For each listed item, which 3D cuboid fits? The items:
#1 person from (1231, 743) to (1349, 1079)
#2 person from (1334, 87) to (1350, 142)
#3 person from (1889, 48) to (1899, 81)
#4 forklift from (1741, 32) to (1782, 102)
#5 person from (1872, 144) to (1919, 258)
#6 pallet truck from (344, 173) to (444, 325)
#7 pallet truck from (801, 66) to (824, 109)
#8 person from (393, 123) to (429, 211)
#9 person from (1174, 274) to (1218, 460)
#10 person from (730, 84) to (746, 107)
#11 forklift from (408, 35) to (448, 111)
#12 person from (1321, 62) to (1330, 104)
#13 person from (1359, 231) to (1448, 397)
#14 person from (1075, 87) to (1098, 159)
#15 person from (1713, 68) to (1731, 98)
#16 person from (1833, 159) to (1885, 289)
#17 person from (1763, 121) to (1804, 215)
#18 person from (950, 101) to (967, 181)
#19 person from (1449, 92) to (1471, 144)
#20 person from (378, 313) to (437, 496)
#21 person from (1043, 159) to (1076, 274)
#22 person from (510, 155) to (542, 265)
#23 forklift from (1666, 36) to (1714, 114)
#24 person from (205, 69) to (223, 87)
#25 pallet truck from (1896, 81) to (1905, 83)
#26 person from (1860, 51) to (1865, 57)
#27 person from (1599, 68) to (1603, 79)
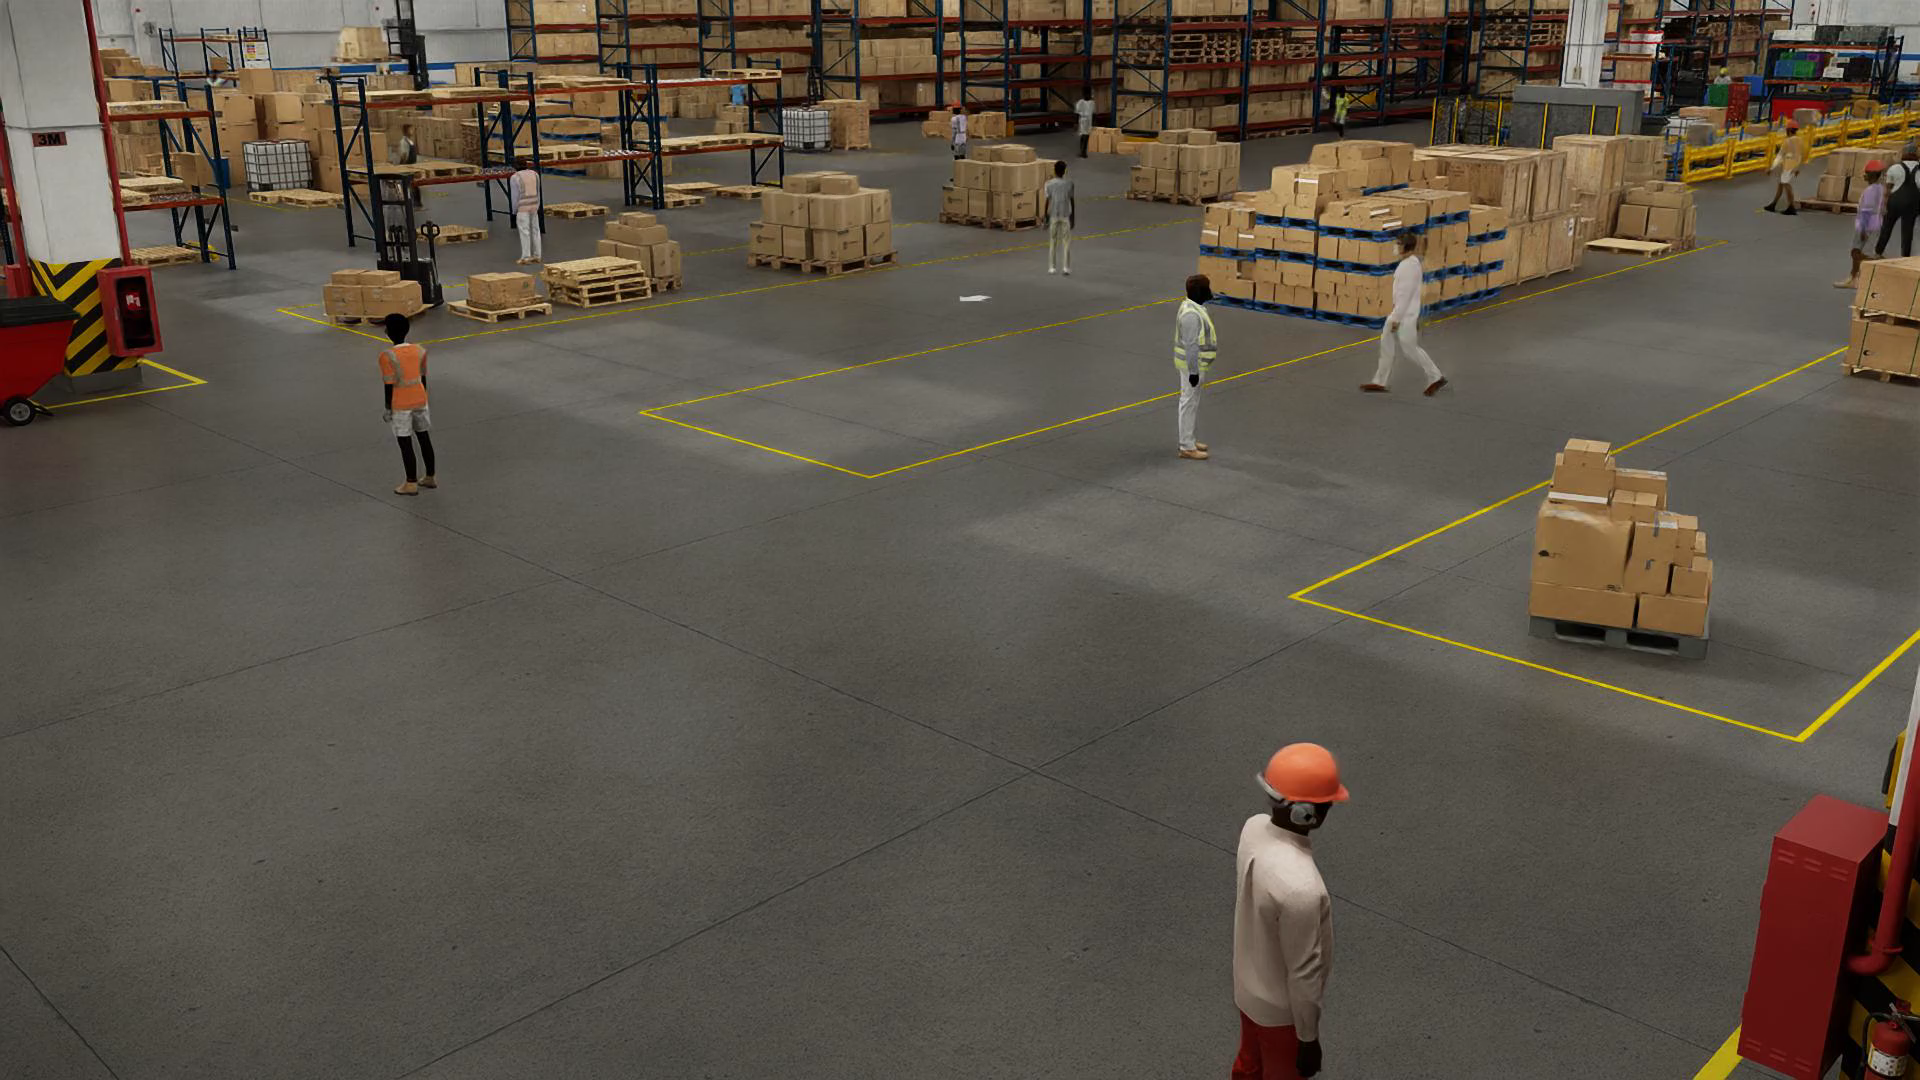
[{"bbox_3d":[1.190,1.671,6.131,0.379,1.994,0.611,-3,19,-10],"label":"person"},{"bbox_3d":[11.666,-12.958,50.715,0.717,1.665,0.594,-12,22,-33],"label":"person"},{"bbox_3d":[46.101,-23.490,82.126,0.549,1.884,1.043,-13,23,-35],"label":"person"},{"bbox_3d":[33.205,-19.309,67.958,1.873,2.768,1.129,17,25,41],"label":"forklift"},{"bbox_3d":[16.298,-5.862,28.754,0.700,2.000,0.827,4,19,12],"label":"person"},{"bbox_3d":[-8.209,-4.181,23.757,0.823,1.965,1.885,3,19,9],"label":"pallet truck"},{"bbox_3d":[-4.812,-15.182,56.903,0.823,1.965,1.885,-9,21,-26],"label":"pallet truck"},{"bbox_3d":[-11.622,-7.835,35.023,0.612,1.833,0.524,1,18,4],"label":"person"},{"bbox_3d":[2.353,-1.738,16.639,0.429,1.846,0.626,3,19,8],"label":"person"},{"bbox_3d":[-7.547,-14.878,56.499,0.602,1.657,0.347,1,18,2],"label":"person"},{"bbox_3d":[-20.707,-17.881,63.655,1.129,2.768,1.873,17,25,41],"label":"forklift"},{"bbox_3d":[14.825,-18.742,67.921,0.572,1.818,0.886,-16,24,-40],"label":"person"},{"bbox_3d":[5.183,-2.594,19.124,0.941,1.908,0.630,3,19,9],"label":"person"},{"bbox_3d":[3.500,-11.502,45.887,0.628,1.943,0.572,-11,21,-30],"label":"person"},{"bbox_3d":[27.602,-16.214,60.352,0.615,1.787,0.940,16,24,39],"label":"person"},{"bbox_3d":[14.118,-4.863,25.778,0.709,2.025,0.612,15,23,37],"label":"person"},{"bbox_3d":[17.259,-7.752,34.668,0.617,1.891,0.798,-12,22,-33],"label":"person"},{"bbox_3d":[-0.057,-9.729,40.590,0.399,1.928,0.542,12,22,32],"label":"person"},{"bbox_3d":[14.606,-12.252,48.611,0.548,1.646,0.887,17,25,42],"label":"person"},{"bbox_3d":[-5.130,-1.255,15.413,0.321,1.695,0.537,10,21,27],"label":"person"},{"bbox_3d":[1.637,-5.306,27.357,0.532,1.865,0.306,0,18,1],"label":"person"},{"bbox_3d":[-7.404,-5.607,28.307,0.429,1.838,0.620,11,21,30],"label":"person"},{"bbox_3d":[27.341,-17.291,61.877,1.129,2.768,1.873,17,25,41],"label":"forklift"},{"bbox_3d":[-25.790,-15.308,57.491,0.625,1.871,0.748,-1,18,-4],"label":"person"},{"bbox_3d":[34.802,-16.331,61.455,0.653,1.274,1.630,17,25,41],"label":"pallet truck"},{"bbox_3d":[39.356,-20.384,72.687,0.633,1.925,0.448,8,20,22],"label":"person"},{"bbox_3d":[22.272,-15.530,58.114,0.643,1.901,0.396,15,23,38],"label":"person"}]
